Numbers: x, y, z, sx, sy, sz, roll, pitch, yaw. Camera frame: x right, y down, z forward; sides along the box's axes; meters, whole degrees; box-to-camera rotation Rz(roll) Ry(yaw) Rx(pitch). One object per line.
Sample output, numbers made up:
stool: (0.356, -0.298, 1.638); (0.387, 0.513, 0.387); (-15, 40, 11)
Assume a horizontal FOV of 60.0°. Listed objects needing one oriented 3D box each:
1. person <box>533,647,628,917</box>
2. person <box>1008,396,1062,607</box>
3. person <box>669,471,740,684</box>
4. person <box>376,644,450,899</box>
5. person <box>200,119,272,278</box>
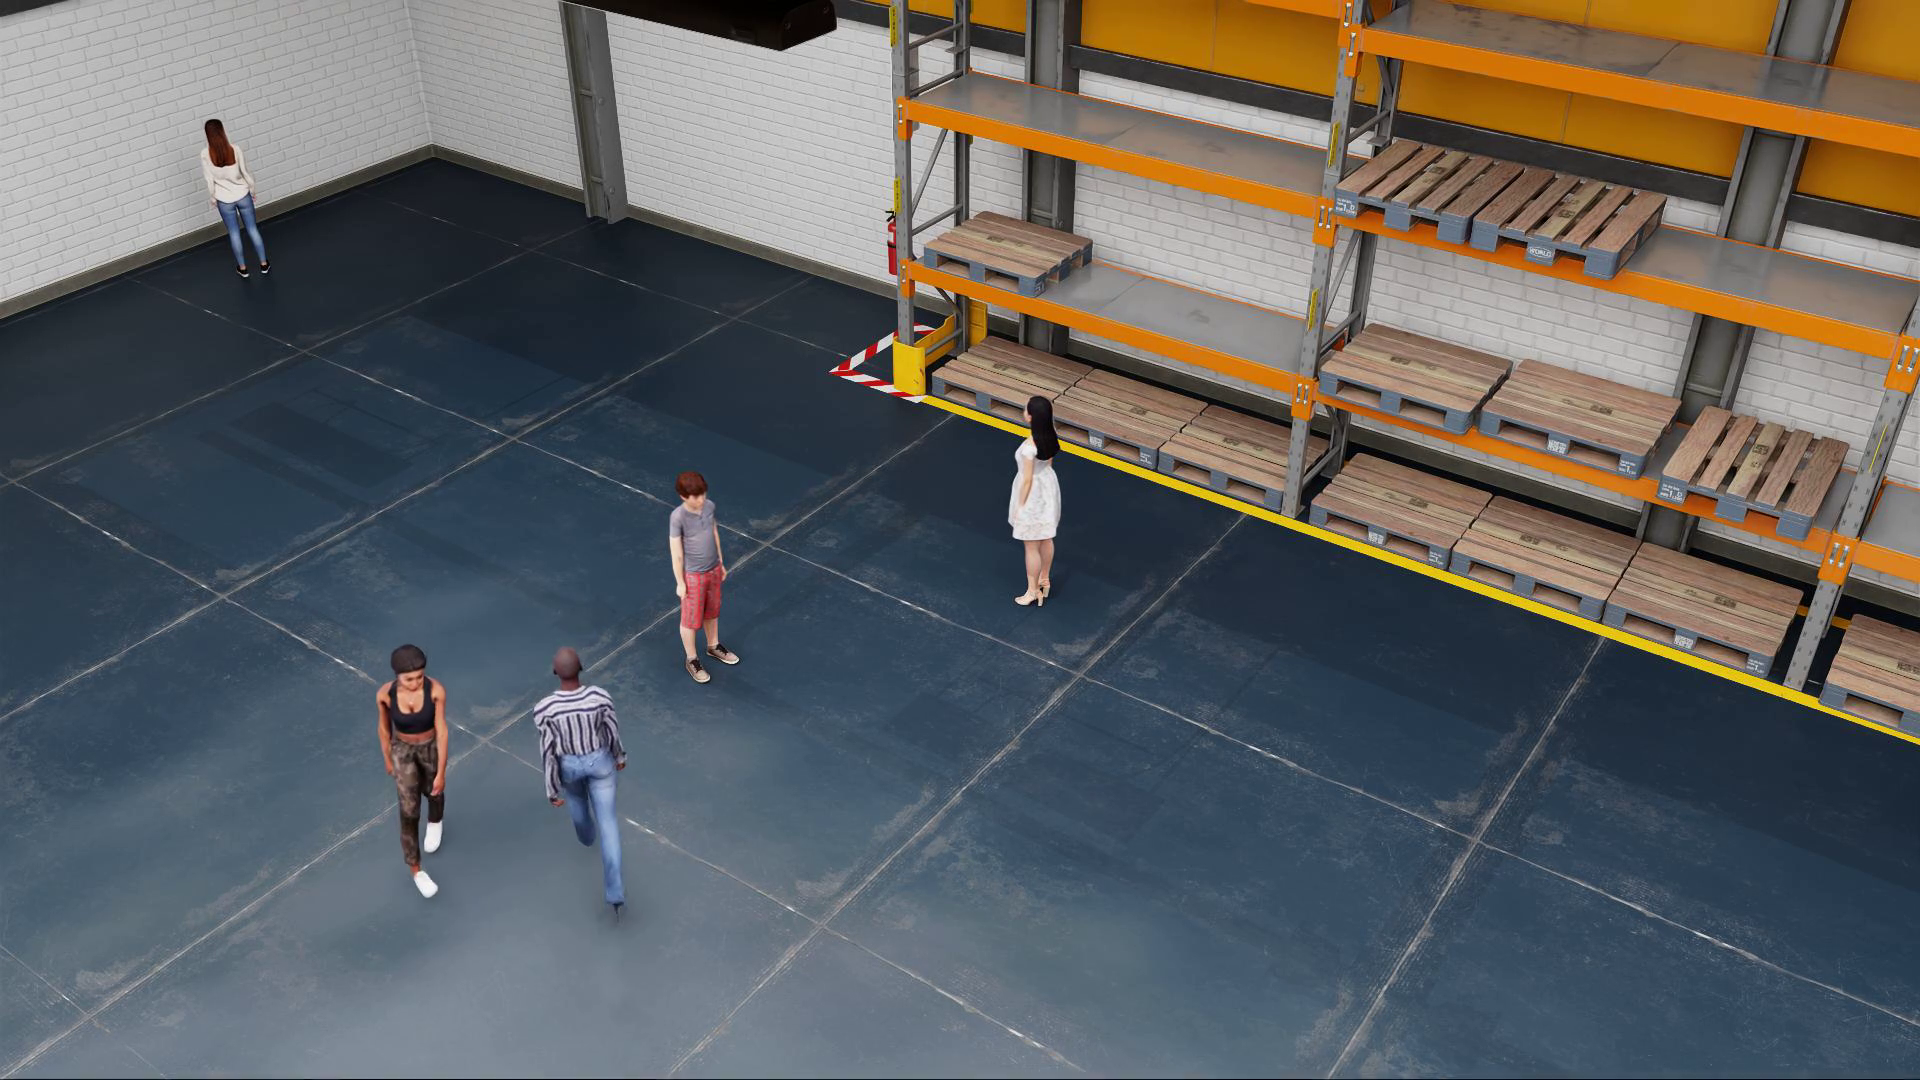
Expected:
person: (-2.195, 1.458, 9.885); (1.115, 1.739, 1.264); (-10, 35, -15)
person: (0.570, -0.291, 12.484); (0.628, 1.775, 0.645); (19, 38, 27)
person: (-1.863, 0.220, 11.828); (0.553, 1.651, 0.601); (26, 42, 33)
person: (-3.299, 1.279, 10.232); (0.981, 1.654, 1.074); (-6, 34, -8)
person: (-7.671, -3.615, 17.561); (0.708, 1.692, 0.714); (-15, 36, -21)
